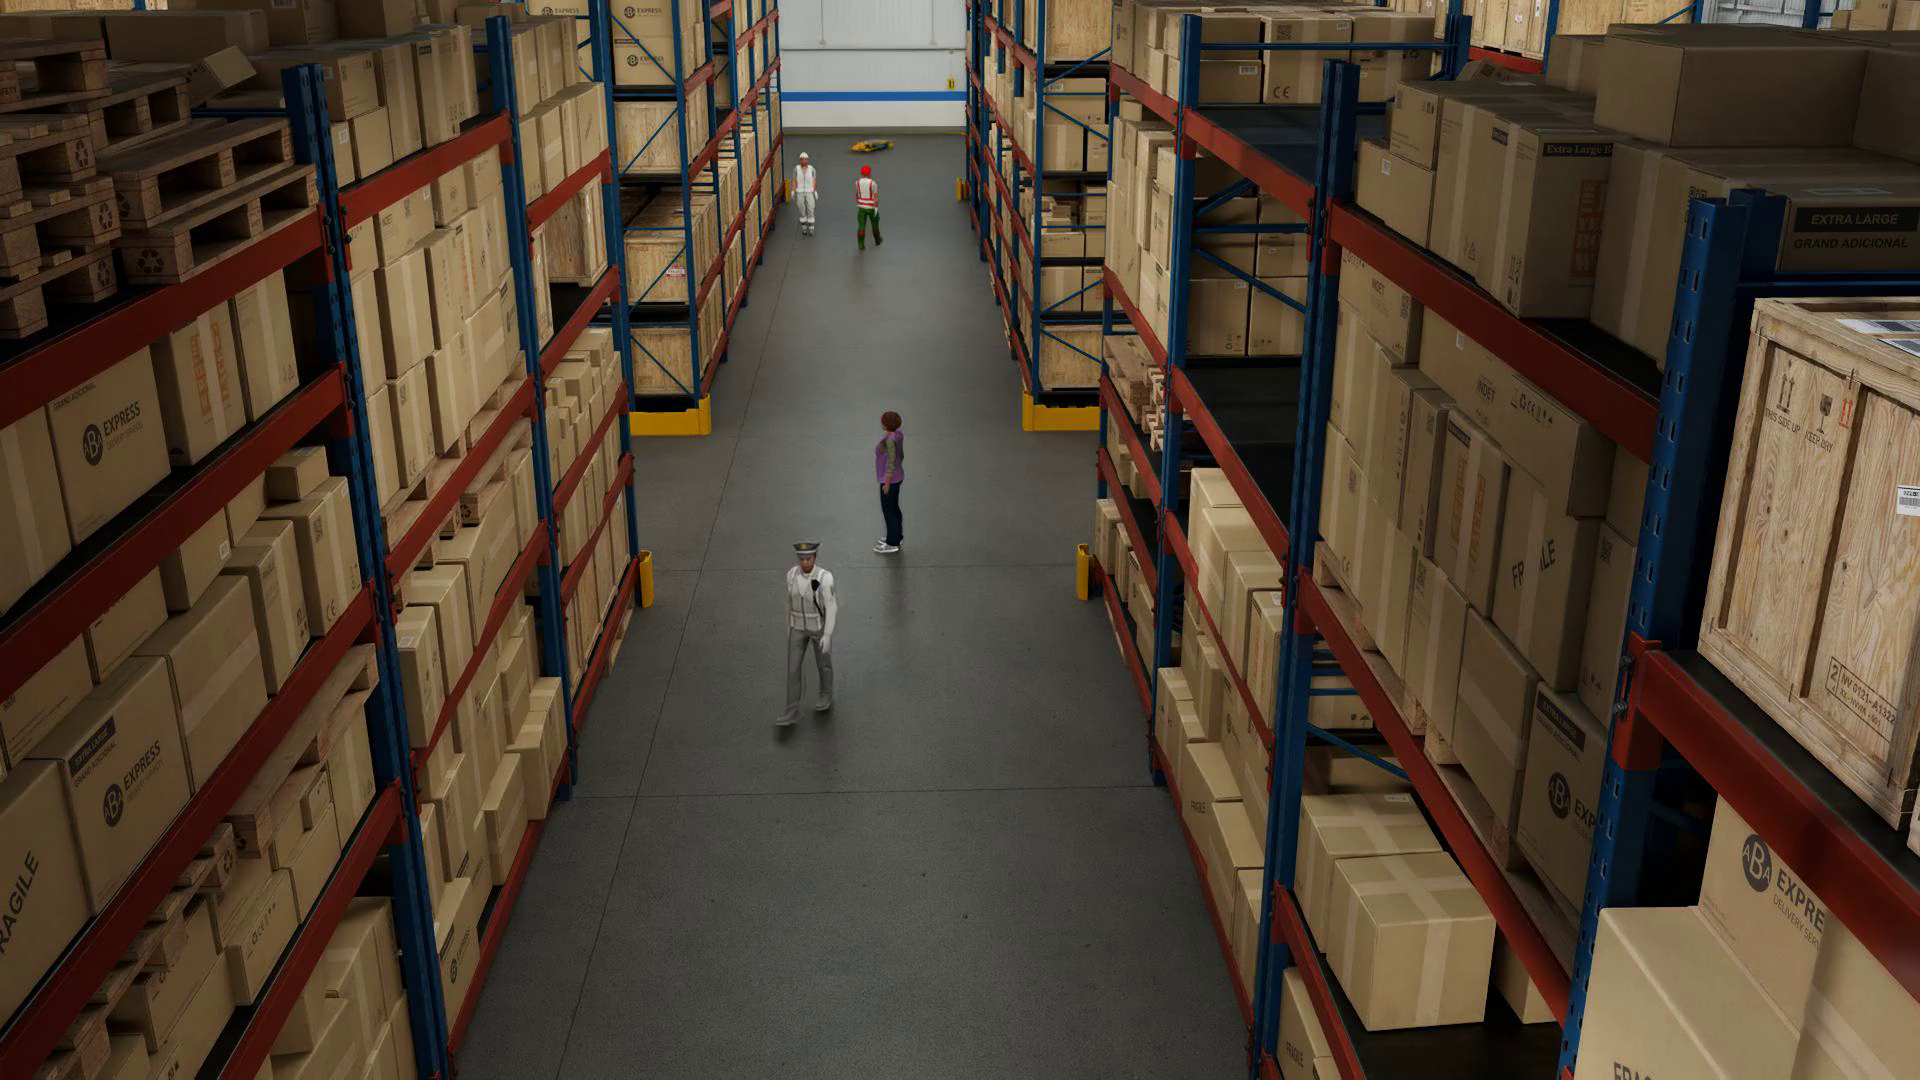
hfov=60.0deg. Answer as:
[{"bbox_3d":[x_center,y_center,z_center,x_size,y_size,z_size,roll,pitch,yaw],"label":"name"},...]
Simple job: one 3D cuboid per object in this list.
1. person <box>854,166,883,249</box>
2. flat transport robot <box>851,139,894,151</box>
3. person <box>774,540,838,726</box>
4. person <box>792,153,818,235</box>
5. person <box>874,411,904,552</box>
[{"bbox_3d":[-1.964,-7.159,35.646,0.534,1.757,0.920,4,21,11],"label":"person"},{"bbox_3d":[-2.698,-12.198,51.402,0.659,0.249,1.431,11,23,28],"label":"flat transport robot"},{"bbox_3d":[-1.323,0.797,14.445,0.528,1.662,0.813,5,21,13],"label":"person"},{"bbox_3d":[-3.470,-7.702,37.071,0.577,1.787,0.682,0,20,-1],"label":"person"},{"bbox_3d":[-0.789,-0.662,18.504,0.328,1.602,0.411,4,21,11],"label":"person"}]
